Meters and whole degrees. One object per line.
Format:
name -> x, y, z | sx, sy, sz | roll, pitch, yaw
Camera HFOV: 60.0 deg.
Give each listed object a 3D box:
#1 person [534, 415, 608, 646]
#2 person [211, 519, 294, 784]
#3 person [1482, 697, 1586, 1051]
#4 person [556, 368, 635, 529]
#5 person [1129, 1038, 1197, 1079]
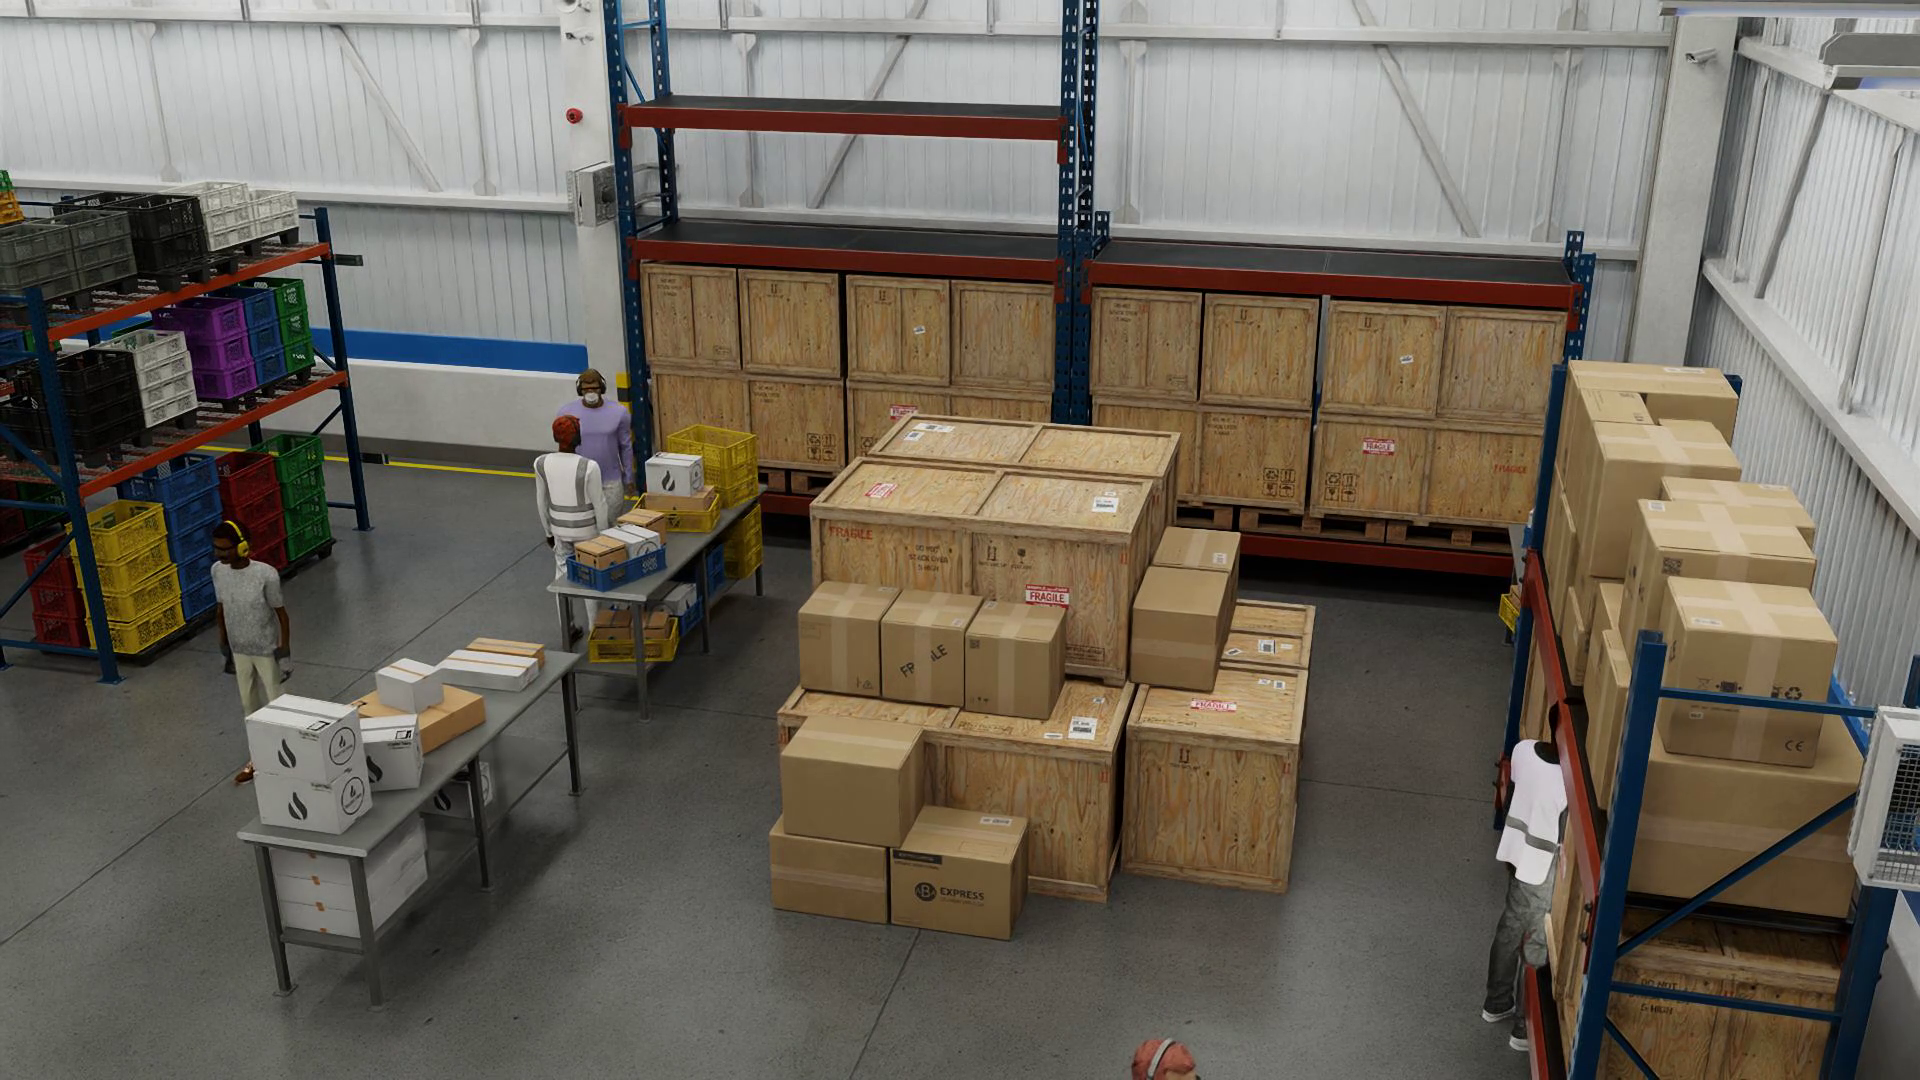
person -> -2.980, -0.059, 12.921 | 0.575, 1.883, 0.355 | 6, 22, 15
person -> -4.606, 0.738, 10.860 | 0.518, 1.865, 0.323 | 5, 21, 13
person -> 2.913, 1.666, 8.363 | 0.372, 1.914, 0.597 | -5, 22, -13
person -> -3.046, -0.503, 14.004 | 0.627, 1.941, 0.371 | -5, 22, -13
person -> 0.676, 2.590, 5.977 | 0.400, 1.899, 0.649 | 17, 26, 37
